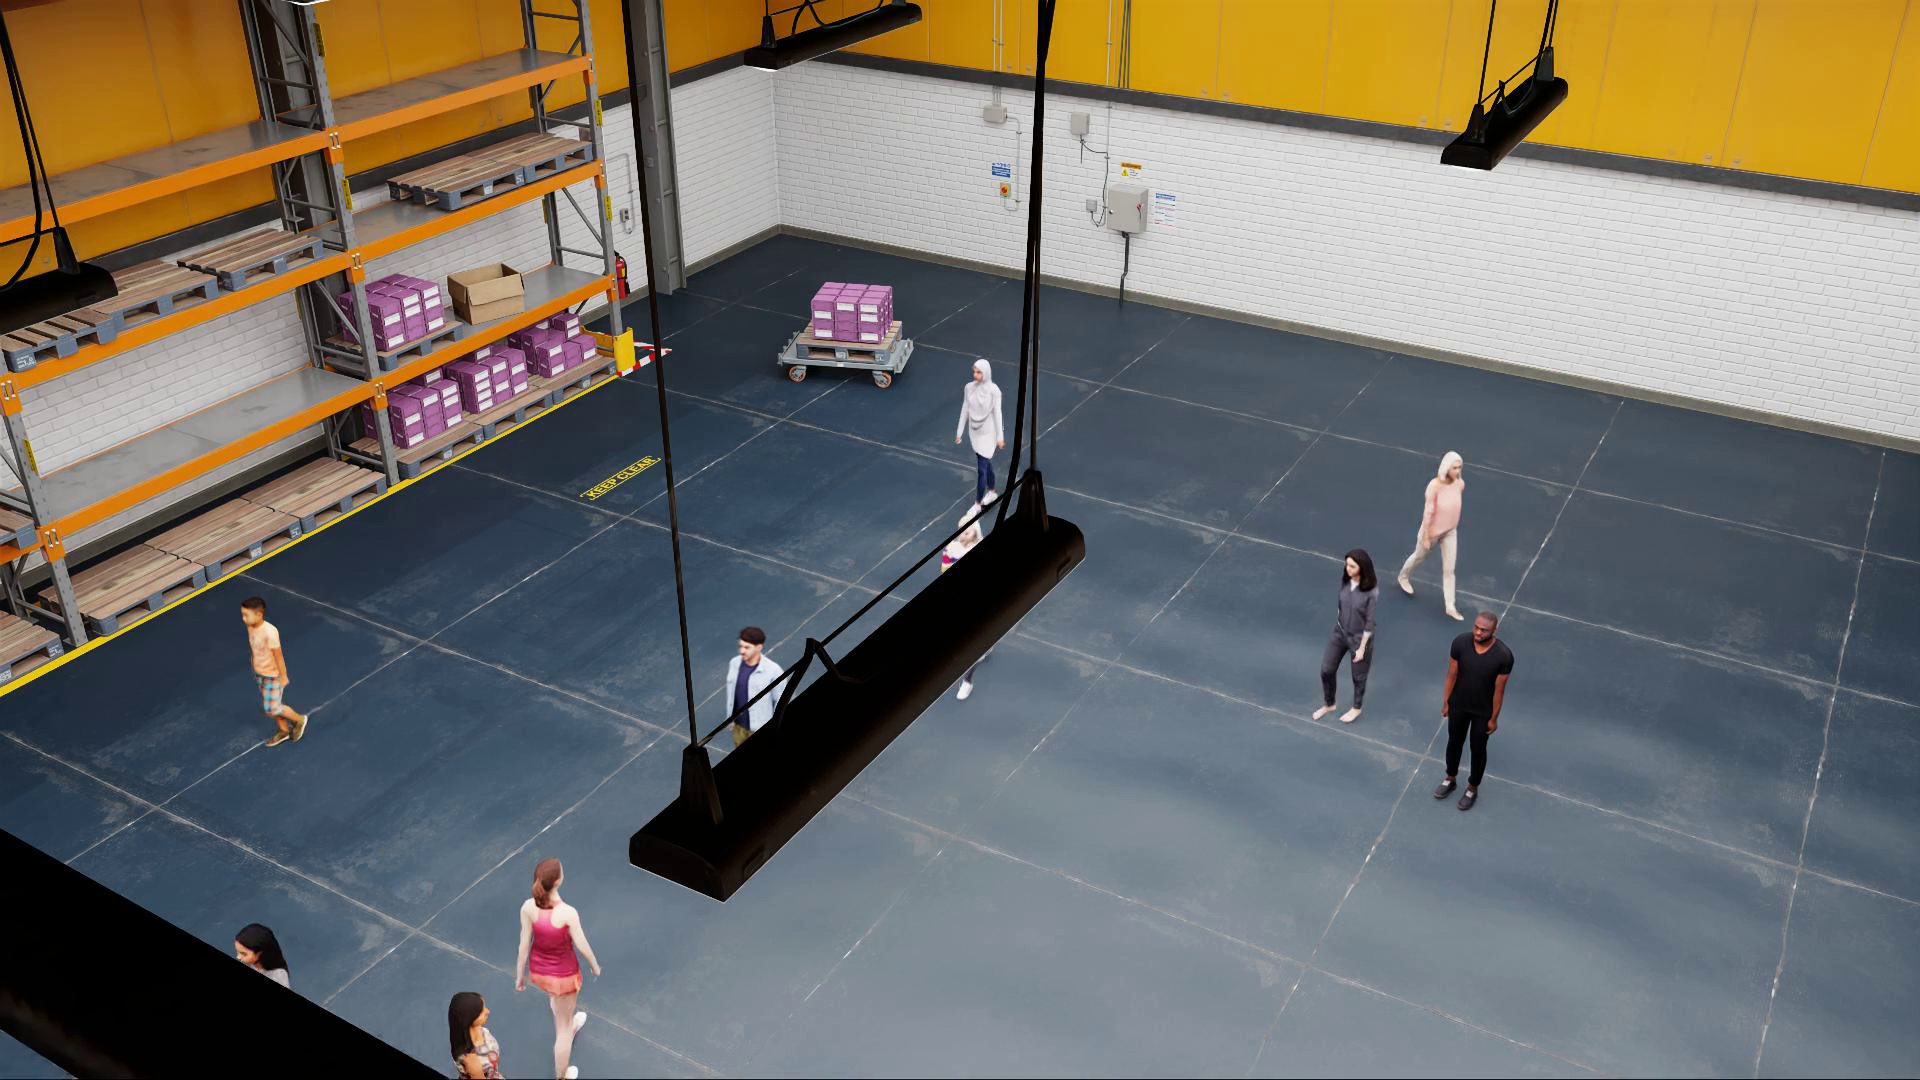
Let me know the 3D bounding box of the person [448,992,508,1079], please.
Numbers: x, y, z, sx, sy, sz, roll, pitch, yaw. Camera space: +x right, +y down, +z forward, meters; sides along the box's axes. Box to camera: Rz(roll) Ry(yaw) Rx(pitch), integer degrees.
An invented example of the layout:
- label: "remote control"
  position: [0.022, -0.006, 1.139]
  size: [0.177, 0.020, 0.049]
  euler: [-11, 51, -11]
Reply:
- label: "person"
  position: [-2.984, 3.418, 10.008]
  size: [1.125, 1.607, 1.106]
  euler: [-6, 29, -10]

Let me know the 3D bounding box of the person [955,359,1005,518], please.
- label: "person"
  position: [0.315, -1.176, 18.276]
  size: [0.736, 1.755, 0.918]
  euler: [22, 36, 34]

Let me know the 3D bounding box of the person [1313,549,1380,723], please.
- label: "person"
  position: [3.533, 0.824, 14.618]
  size: [0.776, 1.746, 0.718]
  euler: [-23, 36, -36]

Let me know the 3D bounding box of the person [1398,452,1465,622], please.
- label: "person"
  position: [4.656, -0.110, 16.408]
  size: [1.177, 1.673, 1.131]
  euler: [-12, 31, -21]

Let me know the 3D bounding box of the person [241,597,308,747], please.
- label: "person"
  position: [-5.913, 1.117, 14.389]
  size: [0.552, 1.451, 0.606]
  euler: [17, 33, 29]

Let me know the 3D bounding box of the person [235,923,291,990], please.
- label: "person"
  position: [-4.165, 3.084, 10.492]
  size: [0.720, 1.730, 1.164]
  euler: [22, 36, 35]

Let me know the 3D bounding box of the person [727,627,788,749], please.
- label: "person"
  position: [-1.632, 1.483, 13.341]
  size: [0.669, 1.812, 0.547]
  euler: [15, 32, 25]

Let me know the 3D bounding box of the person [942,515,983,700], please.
- label: "person"
  position: [0.099, 0.551, 15.064]
  size: [0.707, 1.797, 0.888]
  euler: [12, 31, 20]

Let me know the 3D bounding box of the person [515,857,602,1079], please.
- label: "person"
  position: [-2.686, 2.889, 10.859]
  size: [0.781, 1.721, 1.006]
  euler: [7, 29, 13]

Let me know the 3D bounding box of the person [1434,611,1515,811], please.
- label: "person"
  position: [4.193, 1.360, 13.561]
  size: [0.685, 1.817, 0.591]
  euler: [19, 34, 31]
